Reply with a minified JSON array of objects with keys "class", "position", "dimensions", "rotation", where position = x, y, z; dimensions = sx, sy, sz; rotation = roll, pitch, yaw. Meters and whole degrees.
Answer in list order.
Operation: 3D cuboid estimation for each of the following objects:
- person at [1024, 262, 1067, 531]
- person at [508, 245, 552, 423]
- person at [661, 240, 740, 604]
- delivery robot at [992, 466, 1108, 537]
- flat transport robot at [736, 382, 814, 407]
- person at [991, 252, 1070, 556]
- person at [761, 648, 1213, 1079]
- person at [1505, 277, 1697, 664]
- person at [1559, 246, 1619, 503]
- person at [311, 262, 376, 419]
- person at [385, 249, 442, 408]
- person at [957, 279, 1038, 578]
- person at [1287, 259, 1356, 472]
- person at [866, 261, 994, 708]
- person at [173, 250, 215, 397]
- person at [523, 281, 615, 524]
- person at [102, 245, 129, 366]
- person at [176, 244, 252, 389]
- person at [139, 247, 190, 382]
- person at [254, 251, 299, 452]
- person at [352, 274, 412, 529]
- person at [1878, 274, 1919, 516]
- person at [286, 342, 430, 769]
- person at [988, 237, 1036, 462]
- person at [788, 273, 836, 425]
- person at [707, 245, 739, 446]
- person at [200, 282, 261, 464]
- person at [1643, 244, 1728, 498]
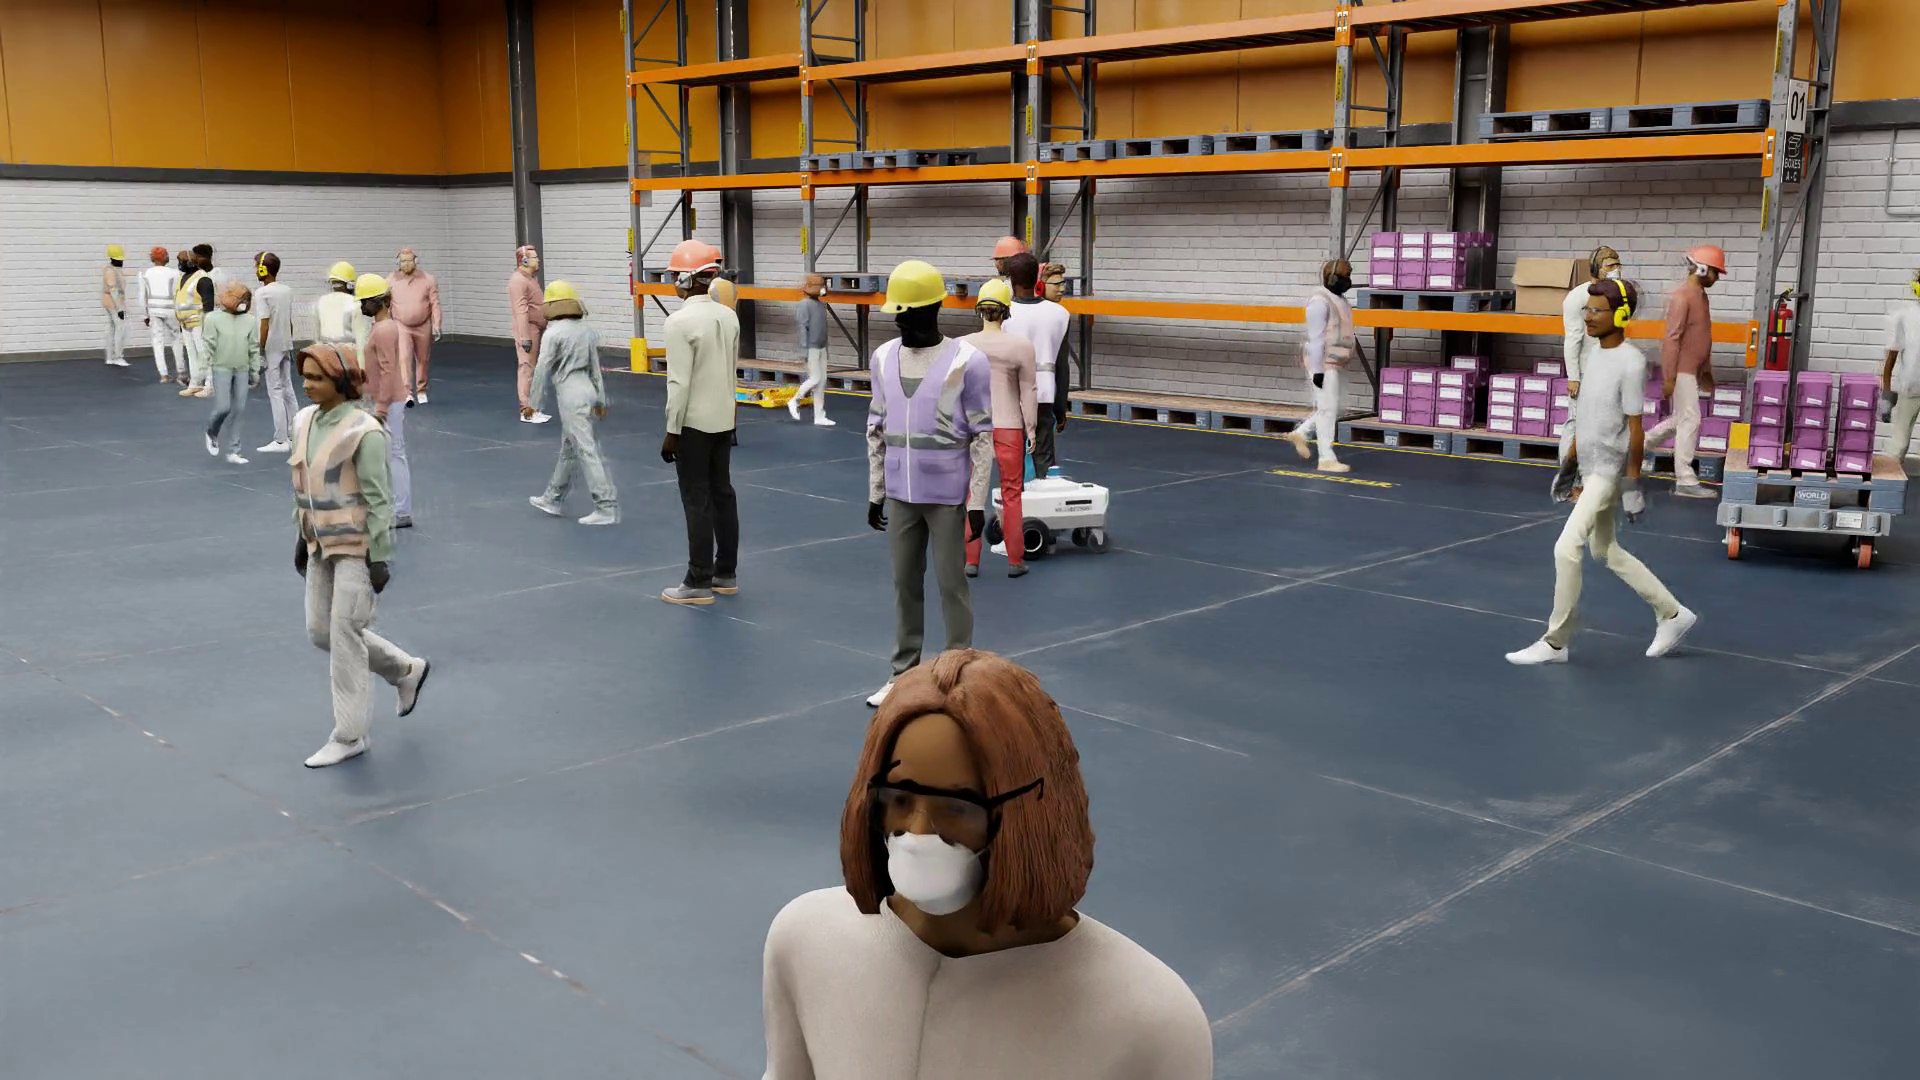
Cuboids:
[{"class":"person","position":[0.530,-0.940,11.203],"dimensions":[0.374,1.844,0.567],"rotation":[4,11,19]},{"class":"person","position":[-4.660,-2.229,18.068],"dimensions":[0.408,1.908,0.644],"rotation":[-1,10,-7]},{"class":"person","position":[-1.439,-0.644,9.182],"dimensions":[0.380,1.995,0.611],"rotation":[5,11,24]},{"class":"delivery robot","position":[0.578,-0.229,10.594],"dimensions":[0.707,0.478,0.477],"rotation":[-4,11,-20]},{"class":"flat transport robot","position":[-2.471,-1.758,19.962],"dimensions":[1.431,0.197,0.652],"rotation":[9,14,41]},{"class":"person","position":[0.423,-0.844,10.484],"dimensions":[0.596,1.915,0.373],"rotation":[-5,11,-25]},{"class":"person","position":[-0.001,0.907,1.704],"dimensions":[0.500,1.636,0.285],"rotation":[4,11,23]},{"class":"person","position":[3.081,-0.317,7.832],"dimensions":[0.895,1.839,0.516],"rotation":[0,10,2]},{"class":"person","position":[4.830,-1.252,12.652],"dimensions":[0.628,1.940,0.373],"rotation":[-7,12,-33]},{"class":"person","position":[-5.723,-1.668,15.385],"dimensions":[0.611,1.785,0.951],"rotation":[3,11,16]},{"class":"person","position":[-6.490,-2.511,19.748],"dimensions":[0.640,1.855,0.999],"rotation":[-4,11,-22]},{"class":"person","position":[0.194,-0.652,9.852],"dimensions":[0.535,1.767,0.317],"rotation":[1,10,5]},{"class":"person","position":[3.131,-1.503,14.345],"dimensions":[0.554,1.826,0.635],"rotation":[7,13,34]},{"class":"person","position":[-0.149,-0.205,7.002],"dimensions":[0.591,1.915,0.391],"rotation":[6,12,31]},{"class":"person","position":[-9.614,-2.711,20.884],"dimensions":[0.619,1.840,0.430],"rotation":[8,13,36]},{"class":"person","position":[-2.801,-0.967,11.737],"dimensions":[0.894,1.687,0.508],"rotation":[5,11,23]},{"class":"person","position":[-13.109,-3.628,25.797],"dimensions":[0.463,1.877,0.663],"rotation":[-3,11,-18]},{"class":"person","position":[-9.716,-2.871,21.555],"dimensions":[0.596,1.898,1.036],"rotation":[10,15,44]},{"class":"person","position":[-11.070,-3.145,23.203],"dimensions":[0.611,1.848,0.896],"rotation":[-2,11,-10]},{"class":"person","position":[-6.431,-1.758,15.594],"dimensions":[0.324,1.872,0.516],"rotation":[2,11,10]},{"class":"person","position":[-3.989,-0.952,11.507],"dimensions":[0.323,1.761,0.523],"rotation":[-3,11,-18]},{"class":"person","position":[6.792,-1.022,11.742],"dimensions":[0.538,1.808,0.863],"rotation":[3,11,14]},{"class":"person","position":[-2.344,0.037,6.468],"dimensions":[0.529,1.620,0.569],"rotation":[8,13,37]},{"class":"person","position":[0.368,-1.633,14.570],"dimensions":[0.978,1.999,0.621],"rotation":[3,11,14]},{"class":"person","position":[-1.568,-2.033,17.748],"dimensions":[0.433,1.621,0.515],"rotation":[5,12,26]},{"class":"person","position":[-2.339,-1.827,15.814],"dimensions":[0.372,1.928,0.543],"rotation":[5,11,24]},{"class":"person","position":[-6.507,-1.485,14.789],"dimensions":[0.454,1.608,0.565],"rotation":[8,13,37]},{"class":"person","position":[5.588,-1.329,13.044],"dimensions":[0.763,1.957,0.636],"rotation":[7,12,33]}]
